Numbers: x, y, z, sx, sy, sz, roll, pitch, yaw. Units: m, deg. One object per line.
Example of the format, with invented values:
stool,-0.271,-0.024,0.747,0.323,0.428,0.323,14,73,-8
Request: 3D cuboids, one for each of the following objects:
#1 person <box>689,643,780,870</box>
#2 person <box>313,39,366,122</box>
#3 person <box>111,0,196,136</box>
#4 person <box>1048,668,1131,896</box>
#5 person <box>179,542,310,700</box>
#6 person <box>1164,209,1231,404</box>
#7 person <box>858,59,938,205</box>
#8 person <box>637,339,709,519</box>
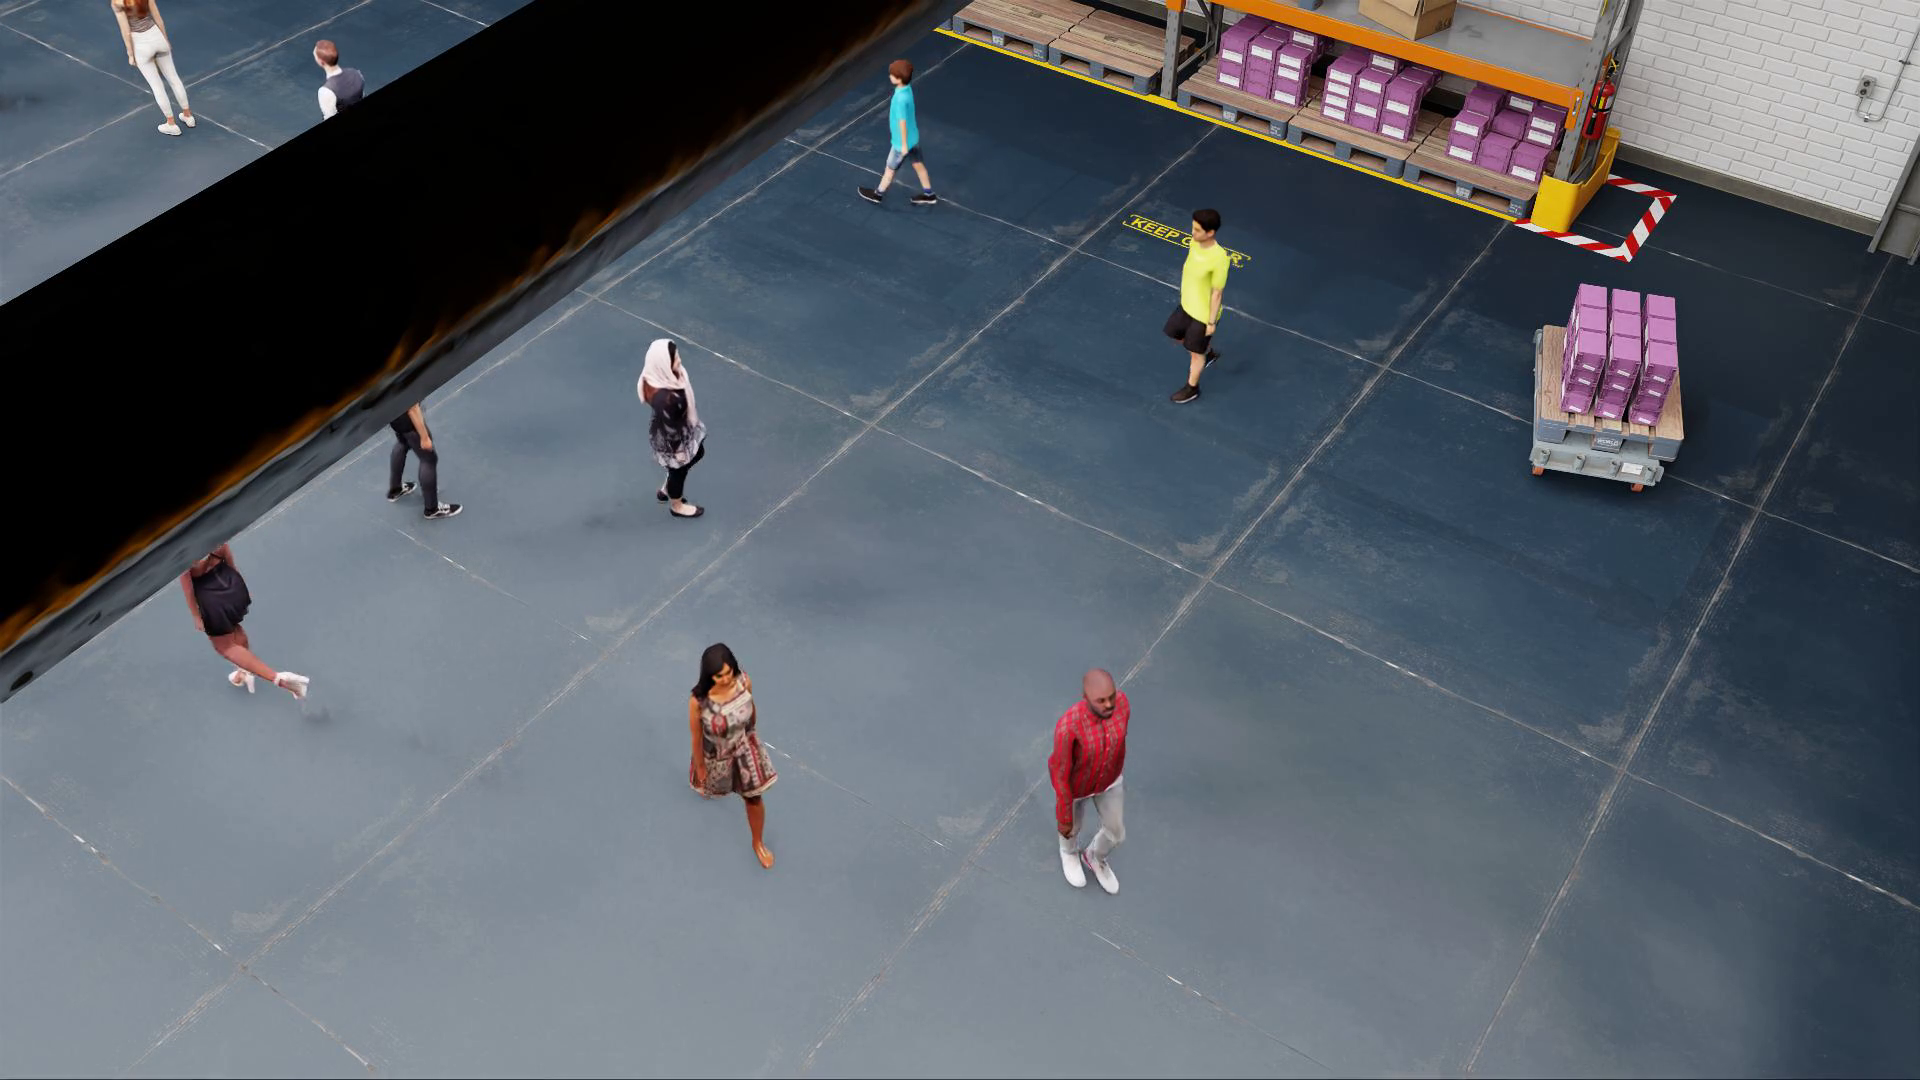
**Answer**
person,-1.406,1.166,9.727,0.910,1.618,1.173,-24,48,-23
person,-5.136,-3.390,14.293,1.102,1.916,0.769,17,46,17
person,-7.690,-4.679,15.786,0.501,1.724,0.583,26,50,25
person,0.674,1.296,9.455,0.819,1.806,0.860,-16,46,-16
person,-4.557,0.416,10.406,1.017,1.768,0.710,15,46,15
person,1.911,-1.831,12.815,0.855,1.698,0.823,-21,47,-20
person,-0.428,-3.606,14.885,1.019,1.413,0.797,7,44,8
person,-2.113,-0.756,11.744,0.838,1.620,0.783,-5,44,-6
